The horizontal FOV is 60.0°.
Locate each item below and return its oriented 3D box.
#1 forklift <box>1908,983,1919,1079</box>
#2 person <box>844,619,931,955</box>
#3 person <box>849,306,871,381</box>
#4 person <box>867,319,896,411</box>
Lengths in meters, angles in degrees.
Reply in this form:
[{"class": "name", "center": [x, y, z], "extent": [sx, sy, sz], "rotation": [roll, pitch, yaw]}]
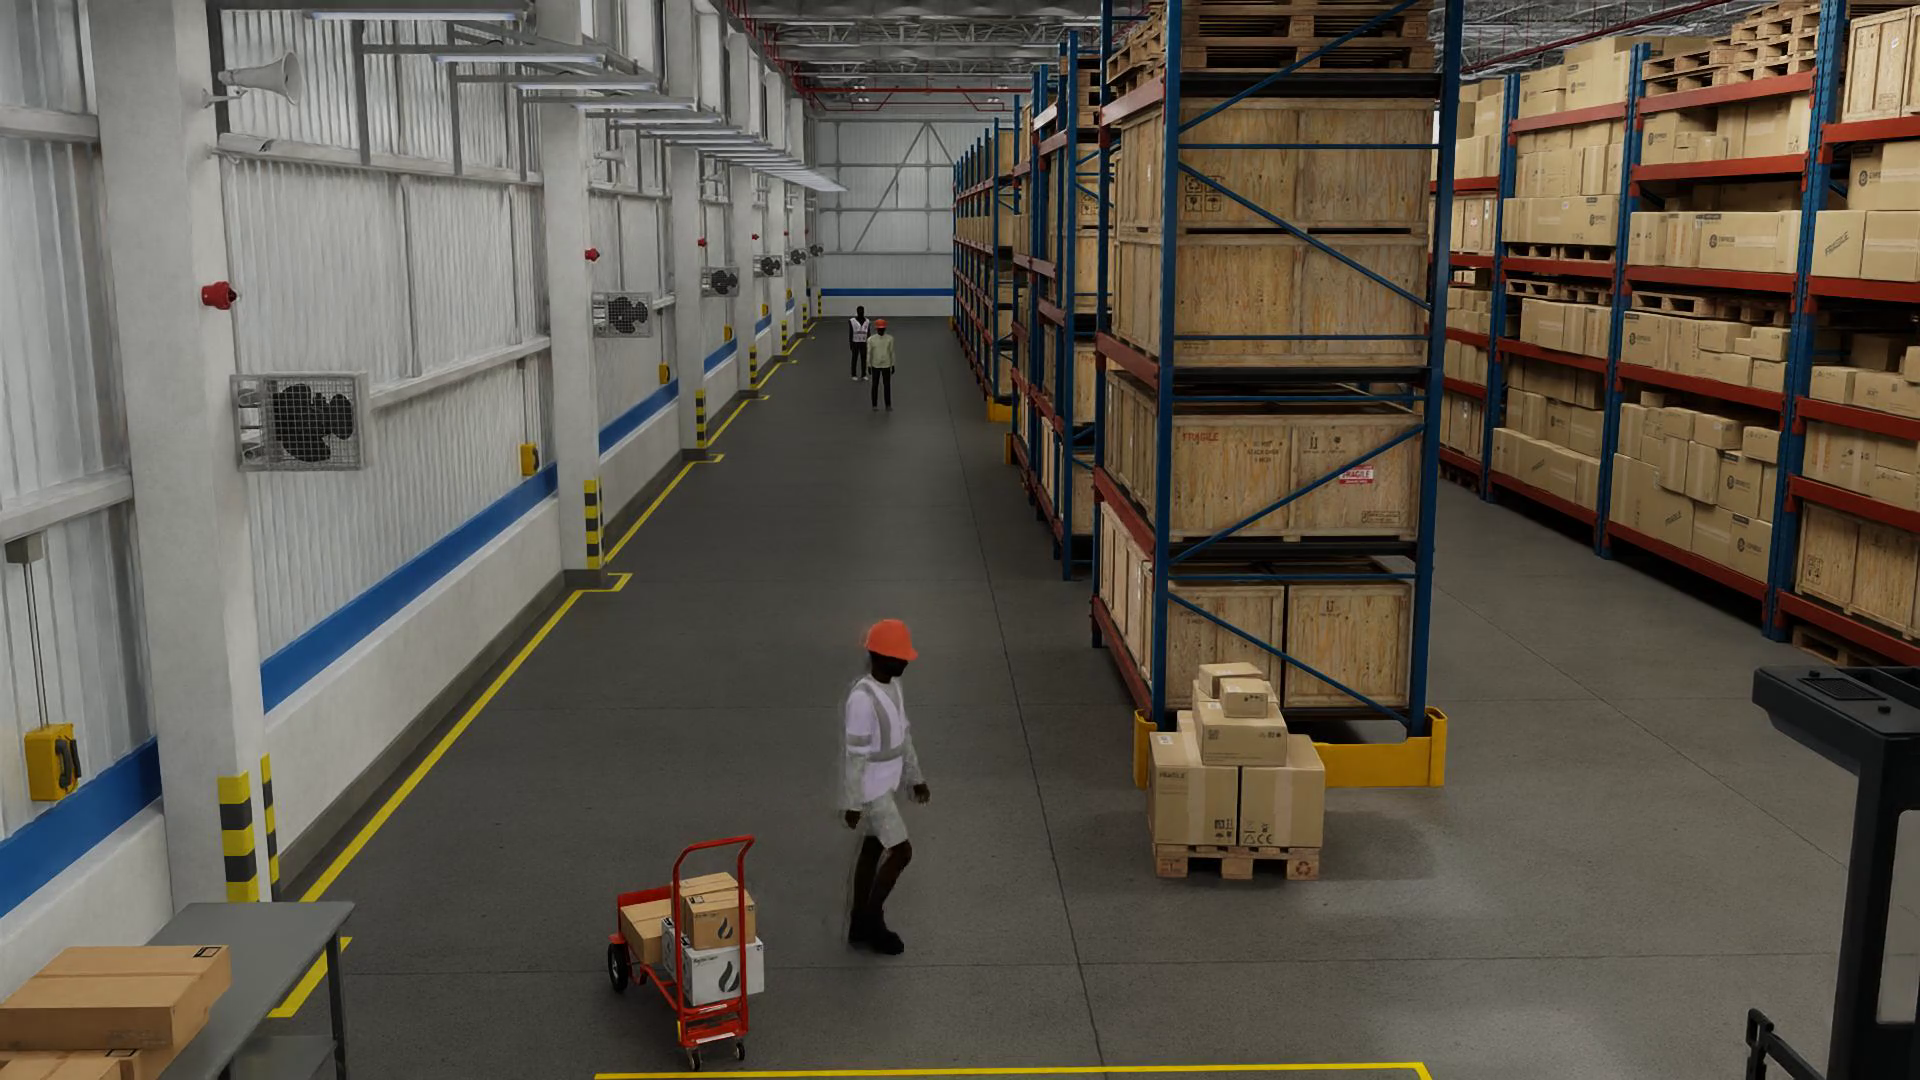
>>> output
[{"class": "forklift", "center": [3.157, 1.766, 4.661], "extent": [1.129, 2.768, 1.873], "rotation": [0, 11, -2]}, {"class": "person", "center": [-0.423, 1.366, 9.277], "extent": [0.515, 1.909, 0.537], "rotation": [2, 11, 12]}, {"class": "person", "center": [-2.564, -5.038, 42.604], "extent": [0.592, 1.910, 0.386], "rotation": [-5, 12, -25]}, {"class": "person", "center": [-1.683, -3.750, 35.703], "extent": [0.620, 1.985, 0.406], "rotation": [-3, 11, -14]}]
